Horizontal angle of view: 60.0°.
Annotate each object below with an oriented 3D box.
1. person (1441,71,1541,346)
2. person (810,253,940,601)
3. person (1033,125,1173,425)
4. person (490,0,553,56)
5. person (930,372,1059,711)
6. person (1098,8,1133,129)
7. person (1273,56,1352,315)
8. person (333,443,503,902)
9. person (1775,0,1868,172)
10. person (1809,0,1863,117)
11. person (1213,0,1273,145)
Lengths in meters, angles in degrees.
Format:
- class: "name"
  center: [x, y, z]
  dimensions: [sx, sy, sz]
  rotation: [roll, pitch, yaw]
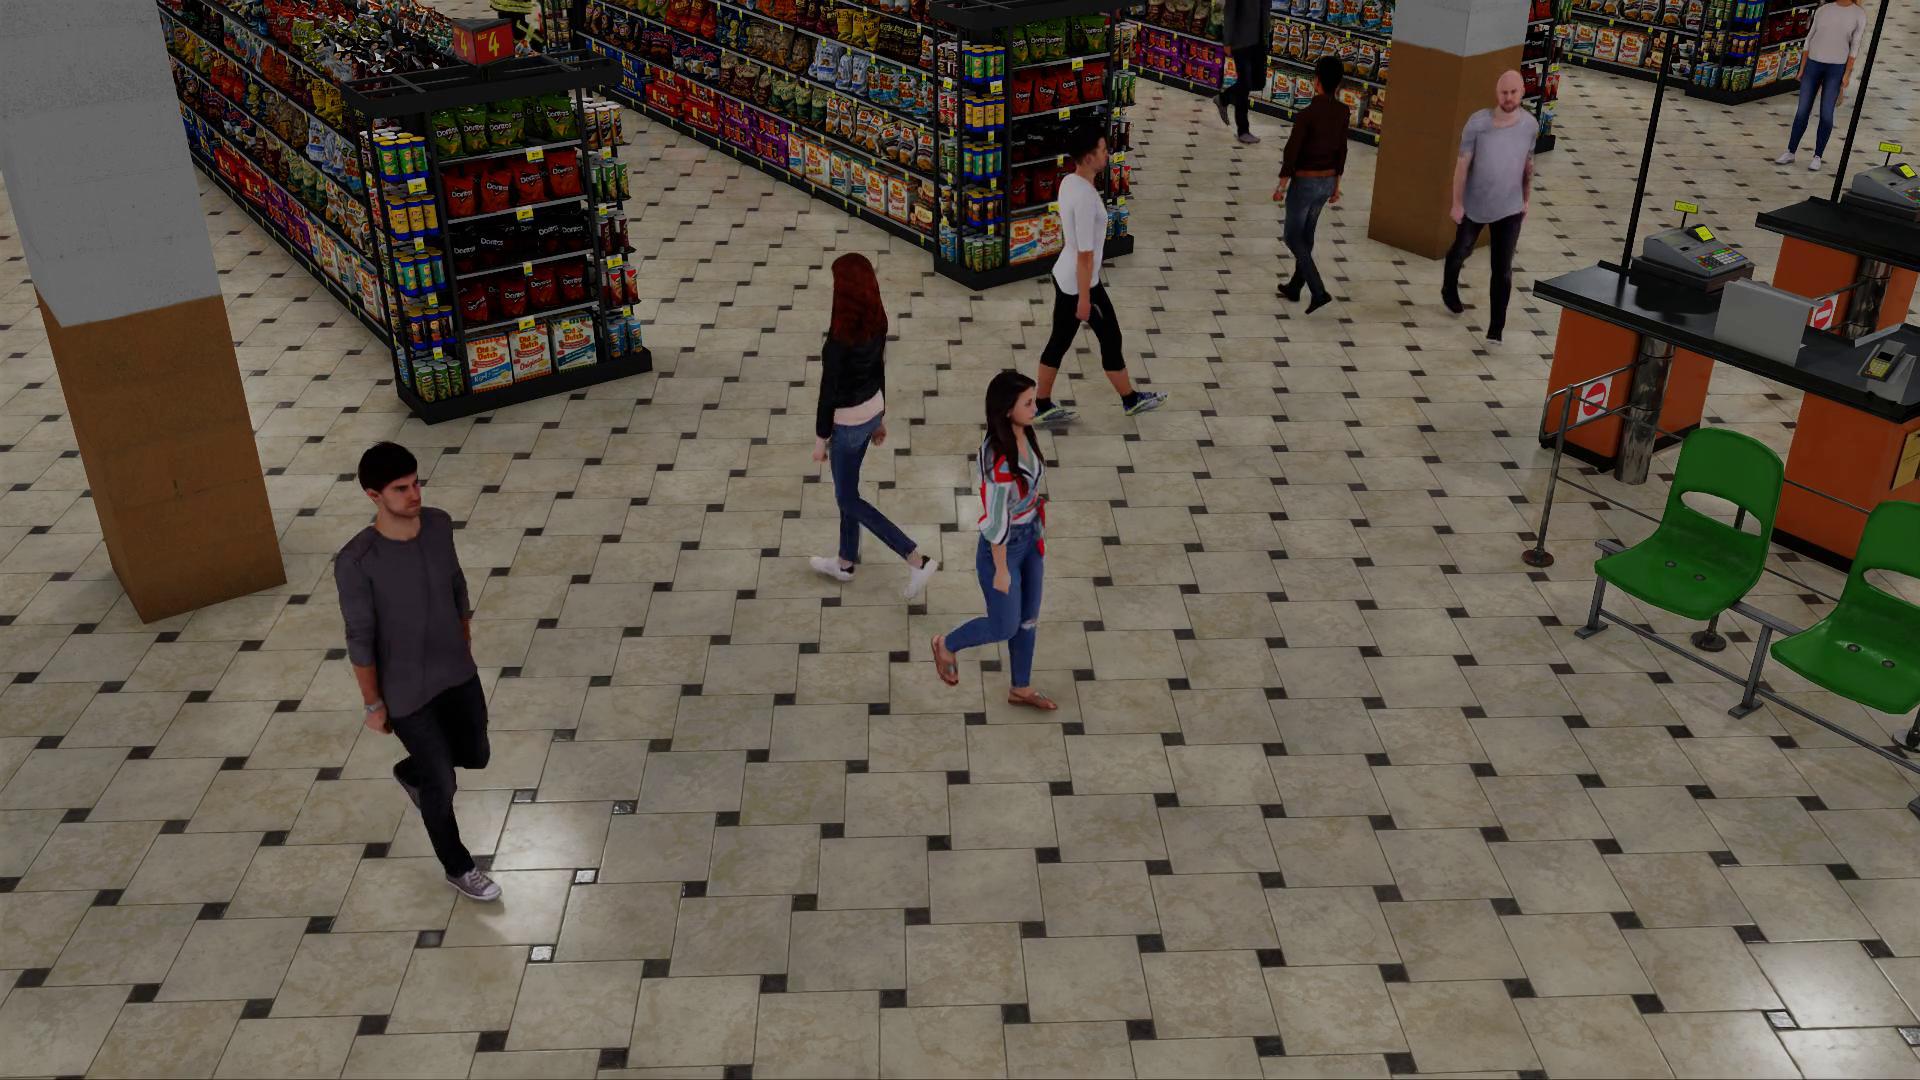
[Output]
- class: "person"
  center: [3.560, -2.274, 11.242]
  dimensions: [1.219, 1.783, 1.339]
  rotation: [0, 29, 0]
- class: "person"
  center: [-0.437, -0.491, 7.993]
  dimensions: [1.127, 1.766, 0.862]
  rotation: [17, 33, 29]
- class: "person"
  center: [0.618, -1.506, 9.796]
  dimensions: [1.021, 1.820, 1.131]
  rotation: [-6, 29, -11]
- class: "person"
  center: [-4.818, -6.061, 18.108]
  dimensions: [0.792, 1.850, 0.761]
  rotation: [-18, 34, -30]
- class: "person"
  center: [0.148, 0.027, 7.214]
  dimensions: [0.946, 1.603, 0.815]
  rotation: [14, 32, 24]
- class: "person"
  center: [1.424, -4.602, 16.065]
  dimensions: [0.516, 1.248, 0.528]
  rotation: [-21, 35, -34]
- class: "person"
  center: [2.478, -2.436, 11.554]
  dimensions: [0.693, 1.768, 0.916]
  rotation: [-17, 33, -28]
- class: "person"
  center: [-2.037, 0.480, 6.142]
  dimensions: [1.041, 1.835, 0.882]
  rotation: [18, 33, 29]
- class: "person"
  center: [7.701, -4.178, 14.794]
  dimensions: [0.534, 1.720, 0.709]
  rotation: [24, 37, 37]
- class: "person"
  center: [8.652, -4.982, 16.384]
  dimensions: [0.705, 1.608, 0.854]
  rotation: [-24, 36, -36]
- class: "person"
  center: [2.653, -4.689, 15.589]
  dimensions: [0.709, 1.856, 0.995]
  rotation: [-19, 34, -31]
